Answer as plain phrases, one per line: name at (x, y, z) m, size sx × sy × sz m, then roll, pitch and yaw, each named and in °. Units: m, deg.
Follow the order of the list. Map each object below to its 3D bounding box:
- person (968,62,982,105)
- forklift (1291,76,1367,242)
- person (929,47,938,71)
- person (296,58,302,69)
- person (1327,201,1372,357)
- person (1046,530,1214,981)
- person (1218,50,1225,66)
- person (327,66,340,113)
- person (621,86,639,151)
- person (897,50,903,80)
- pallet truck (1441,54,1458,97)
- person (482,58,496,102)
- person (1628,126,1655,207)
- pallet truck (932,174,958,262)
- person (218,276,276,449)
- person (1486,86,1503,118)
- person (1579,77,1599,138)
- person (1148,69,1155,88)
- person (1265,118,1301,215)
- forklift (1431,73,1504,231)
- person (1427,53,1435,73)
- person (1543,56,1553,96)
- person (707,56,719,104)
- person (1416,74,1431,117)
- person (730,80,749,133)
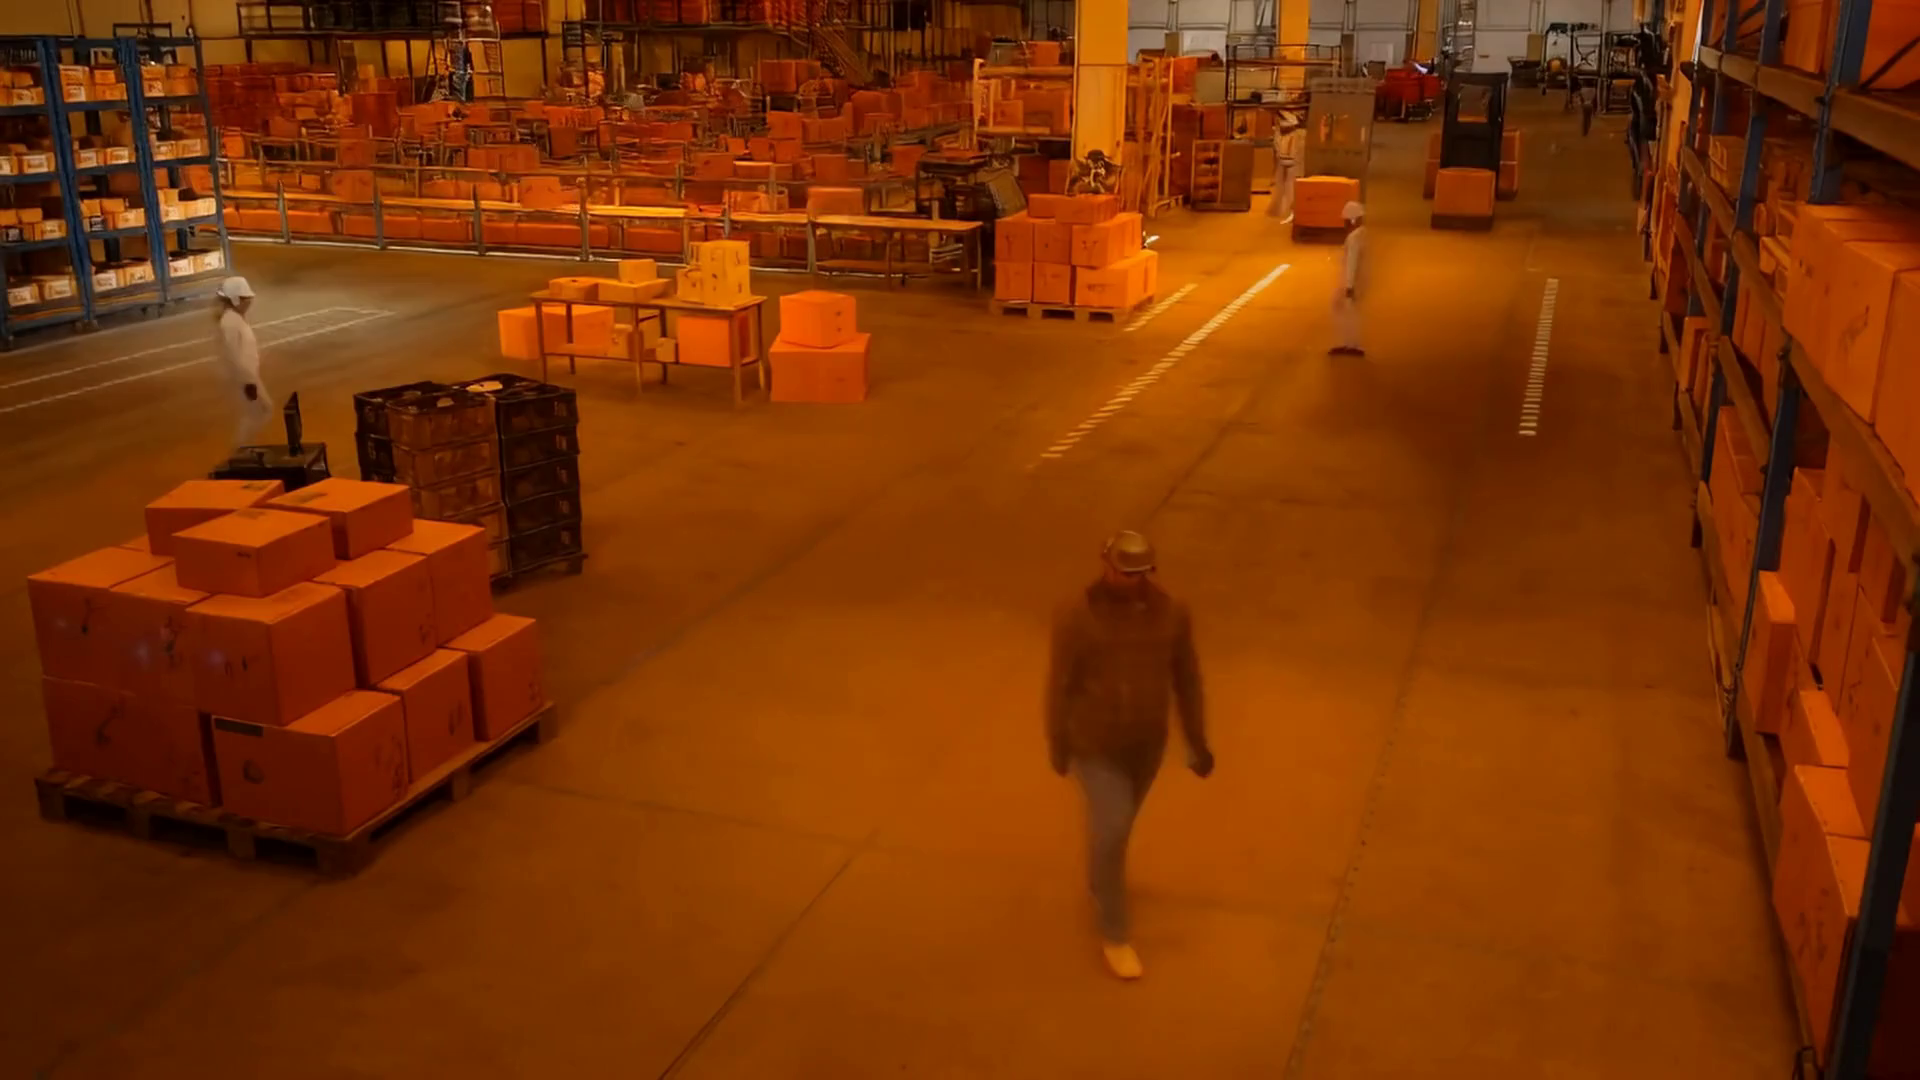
person at (0.557, -17.402, 64.195) m, size 0.537 × 2.000 × 0.690 m, roll 10°, pitch 20°, yaw 29°
forklift at (6.598, -6.755, 29.381) m, size 1.129 × 2.768 × 1.873 m, roll 6°, pitch 19°, yaw 19°
person at (-1.521, -27.820, 97.128) m, size 0.551 × 1.913 × 0.583 m, roll -2°, pitch 18°, yaw -7°
person at (-29.599, -20.685, 74.744) m, size 0.902 × 1.885 × 0.610 m, roll -2°, pitch 18°, yaw -5°
person at (4.538, -3.045, 19.455) m, size 0.532 × 1.809 × 0.608 m, roll 10°, pitch 20°, yaw 28°
person at (0.748, 0.879, 7.043) m, size 0.660 × 1.869 × 0.906 m, roll -8°, pitch 19°, yaw -23°
person at (13.859, -25.172, 88.851) m, size 0.828 × 1.888 × 0.635 m, roll 9°, pitch 20°, yaw 26°
person at (-24.366, -17.486, 64.717) m, size 0.355 × 1.883 × 0.574 m, roll 6°, pitch 19°, yaw 20°
person at (-9.717, -12.271, 48.412) m, size 0.944 × 1.825 × 0.559 m, roll 13°, pitch 22°, yaw 35°
person at (-3.529, -28.100, 98.367) m, size 0.319 × 1.697 × 0.533 m, roll 6°, pitch 19°, yaw 20°
pallet truck at (22.765, -21.886, 78.355) m, size 0.823 × 1.965 × 1.885 m, roll -4°, pitch 18°, yaw -14°
person at (-20.759, -20.255, 73.377) m, size 0.722 × 1.914 × 0.546 m, roll 1°, pitch 18°, yaw 5°
person at (14.330, -7.699, 34.315) m, size 0.784 × 1.670 × 0.537 m, roll -2°, pitch 18°, yaw -5°
pallet truck at (-0.507, -5.292, 27.348) m, size 0.653 × 1.274 × 1.630 m, roll 6°, pitch 19°, yaw 19°
person at (-6.221, -1.428, 14.506) m, size 0.381 × 1.737 × 0.566 m, roll -4°, pitch 18°, yaw -13°
person at (15.760, -12.484, 48.980) m, size 0.973 × 1.885 × 0.562 m, roll -16°, pitch 24°, yaw -40°
person at (20.091, -13.838, 53.231) m, size 0.594 × 1.903 × 0.541 m, roll 14°, pitch 22°, yaw 37°
person at (7.259, -16.571, 61.794) m, size 0.833 × 1.920 × 0.640 m, roll 14°, pitch 22°, yaw 36°
person at (6.475, -7.451, 33.177) m, size 0.593 × 1.878 × 1.010 m, roll 15°, pitch 23°, yaw 39°
forklift at (9.496, -7.256, 30.955) m, size 1.129 × 2.768 × 1.873 m, roll 6°, pitch 19°, yaw 19°
person at (23.101, -22.843, 81.421) m, size 0.614 × 1.962 × 0.643 m, roll 3°, pitch 18°, yaw 8°
person at (28.281, -22.336, 79.989) m, size 0.328 × 1.865 × 0.519 m, roll 6°, pitch 19°, yaw 20°
person at (-10.759, -20.033, 72.471) m, size 0.388 × 2.036 × 0.605 m, roll 6°, pitch 19°, yaw 20°
person at (17.258, -16.586, 62.232) m, size 0.881 × 1.647 × 0.546 m, roll 6°, pitch 19°, yaw 18°
person at (-7.441, -14.326, 55.047) m, size 0.922 × 1.720 × 0.520 m, roll -7°, pitch 19°, yaw -22°
